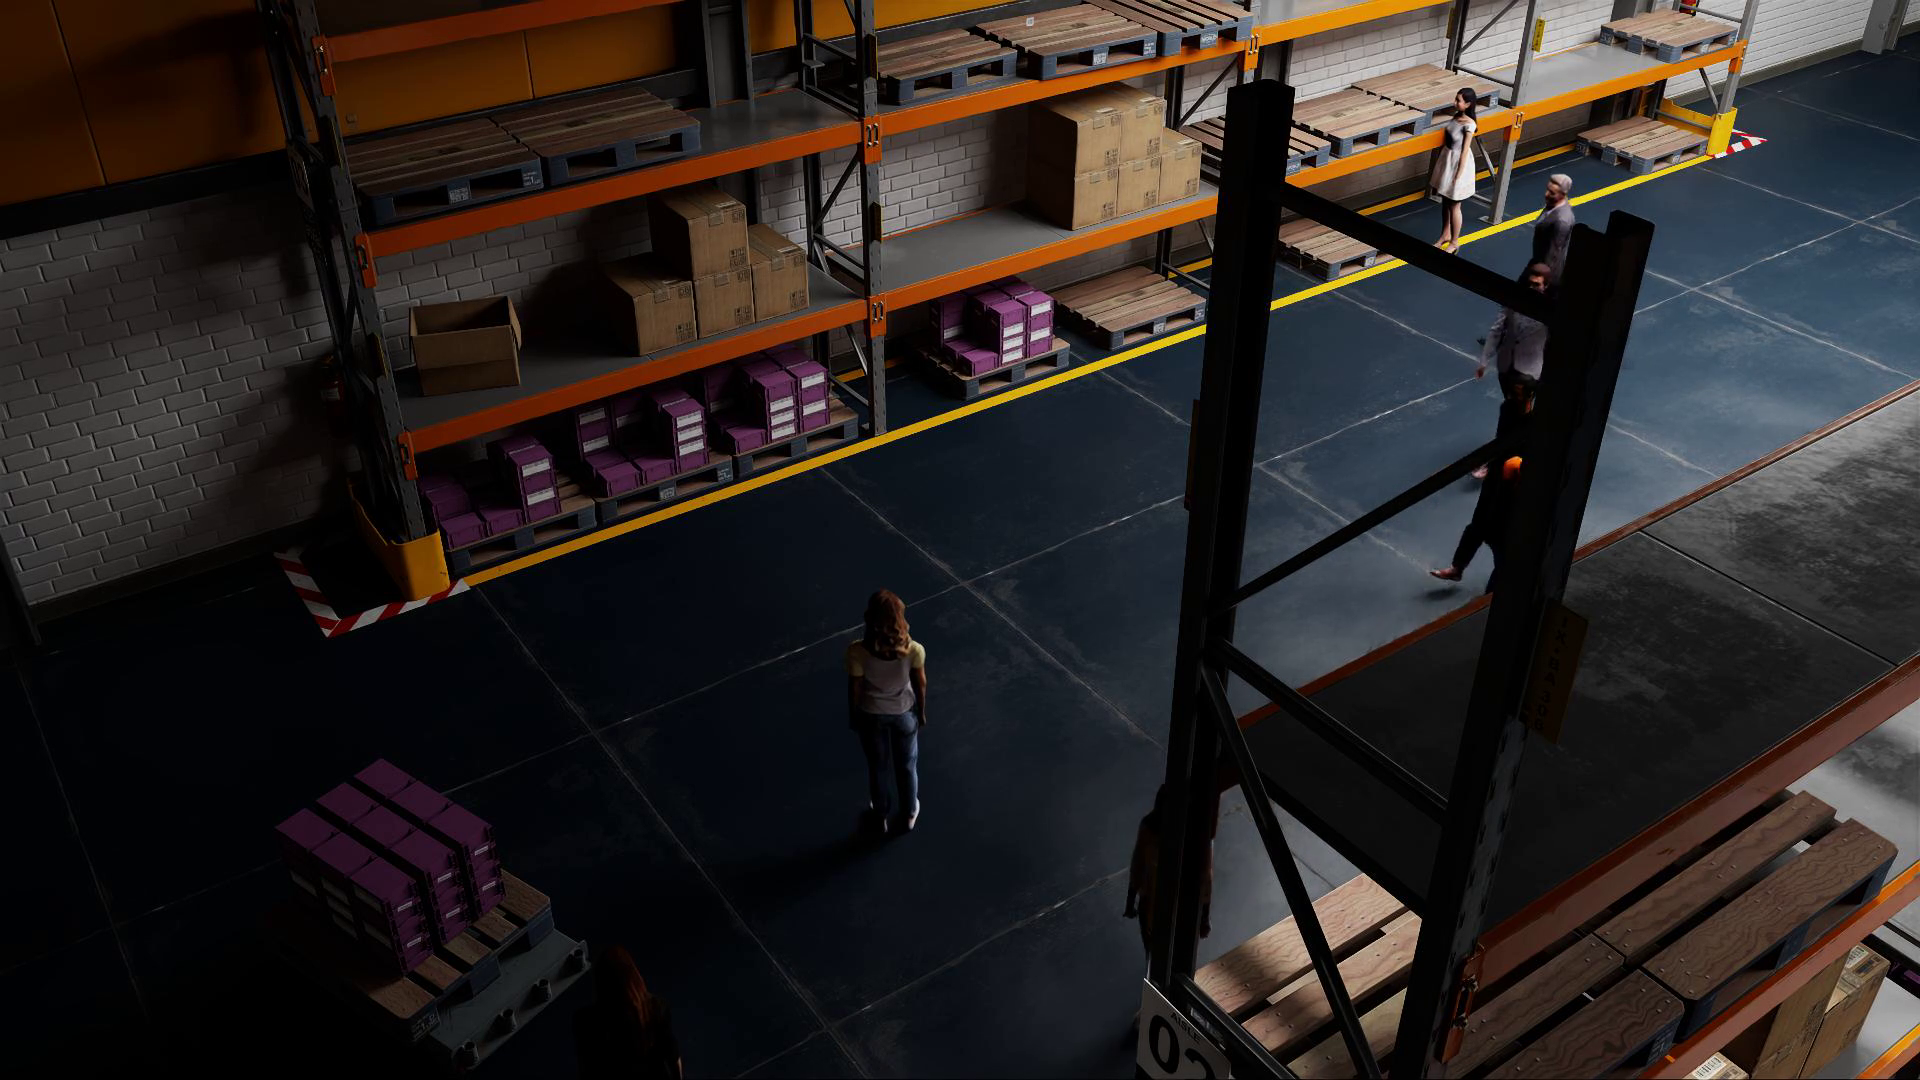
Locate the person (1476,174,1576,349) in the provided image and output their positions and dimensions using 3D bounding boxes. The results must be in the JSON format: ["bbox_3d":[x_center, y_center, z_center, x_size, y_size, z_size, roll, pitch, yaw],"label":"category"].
[{"bbox_3d":[5.379,-2.445,15.007,1.124,1.809,1.048,3,34,5],"label":"person"}]

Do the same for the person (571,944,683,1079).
[{"bbox_3d":[-1.507,2.514,7.634,0.583,1.712,0.736,-8,34,-12],"label":"person"}]

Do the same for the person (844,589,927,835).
[{"bbox_3d":[-0.428,1.033,9.854,0.641,1.722,0.767,-4,34,-6],"label":"person"}]

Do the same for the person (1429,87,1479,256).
[{"bbox_3d":[5.064,-3.765,17.030,0.794,1.769,0.772,-3,34,-5],"label":"person"}]

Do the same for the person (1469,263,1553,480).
[{"bbox_3d":[4.584,-1.422,13.478,1.253,1.800,0.721,-24,40,-31],"label":"person"}]

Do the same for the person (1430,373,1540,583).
[{"bbox_3d":[4.094,-0.427,12.074,1.263,1.695,0.763,-18,37,-24],"label":"person"}]

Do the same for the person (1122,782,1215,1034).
[{"bbox_3d":[1.131,1.844,8.653,0.744,1.700,0.819,20,38,27],"label":"person"}]
